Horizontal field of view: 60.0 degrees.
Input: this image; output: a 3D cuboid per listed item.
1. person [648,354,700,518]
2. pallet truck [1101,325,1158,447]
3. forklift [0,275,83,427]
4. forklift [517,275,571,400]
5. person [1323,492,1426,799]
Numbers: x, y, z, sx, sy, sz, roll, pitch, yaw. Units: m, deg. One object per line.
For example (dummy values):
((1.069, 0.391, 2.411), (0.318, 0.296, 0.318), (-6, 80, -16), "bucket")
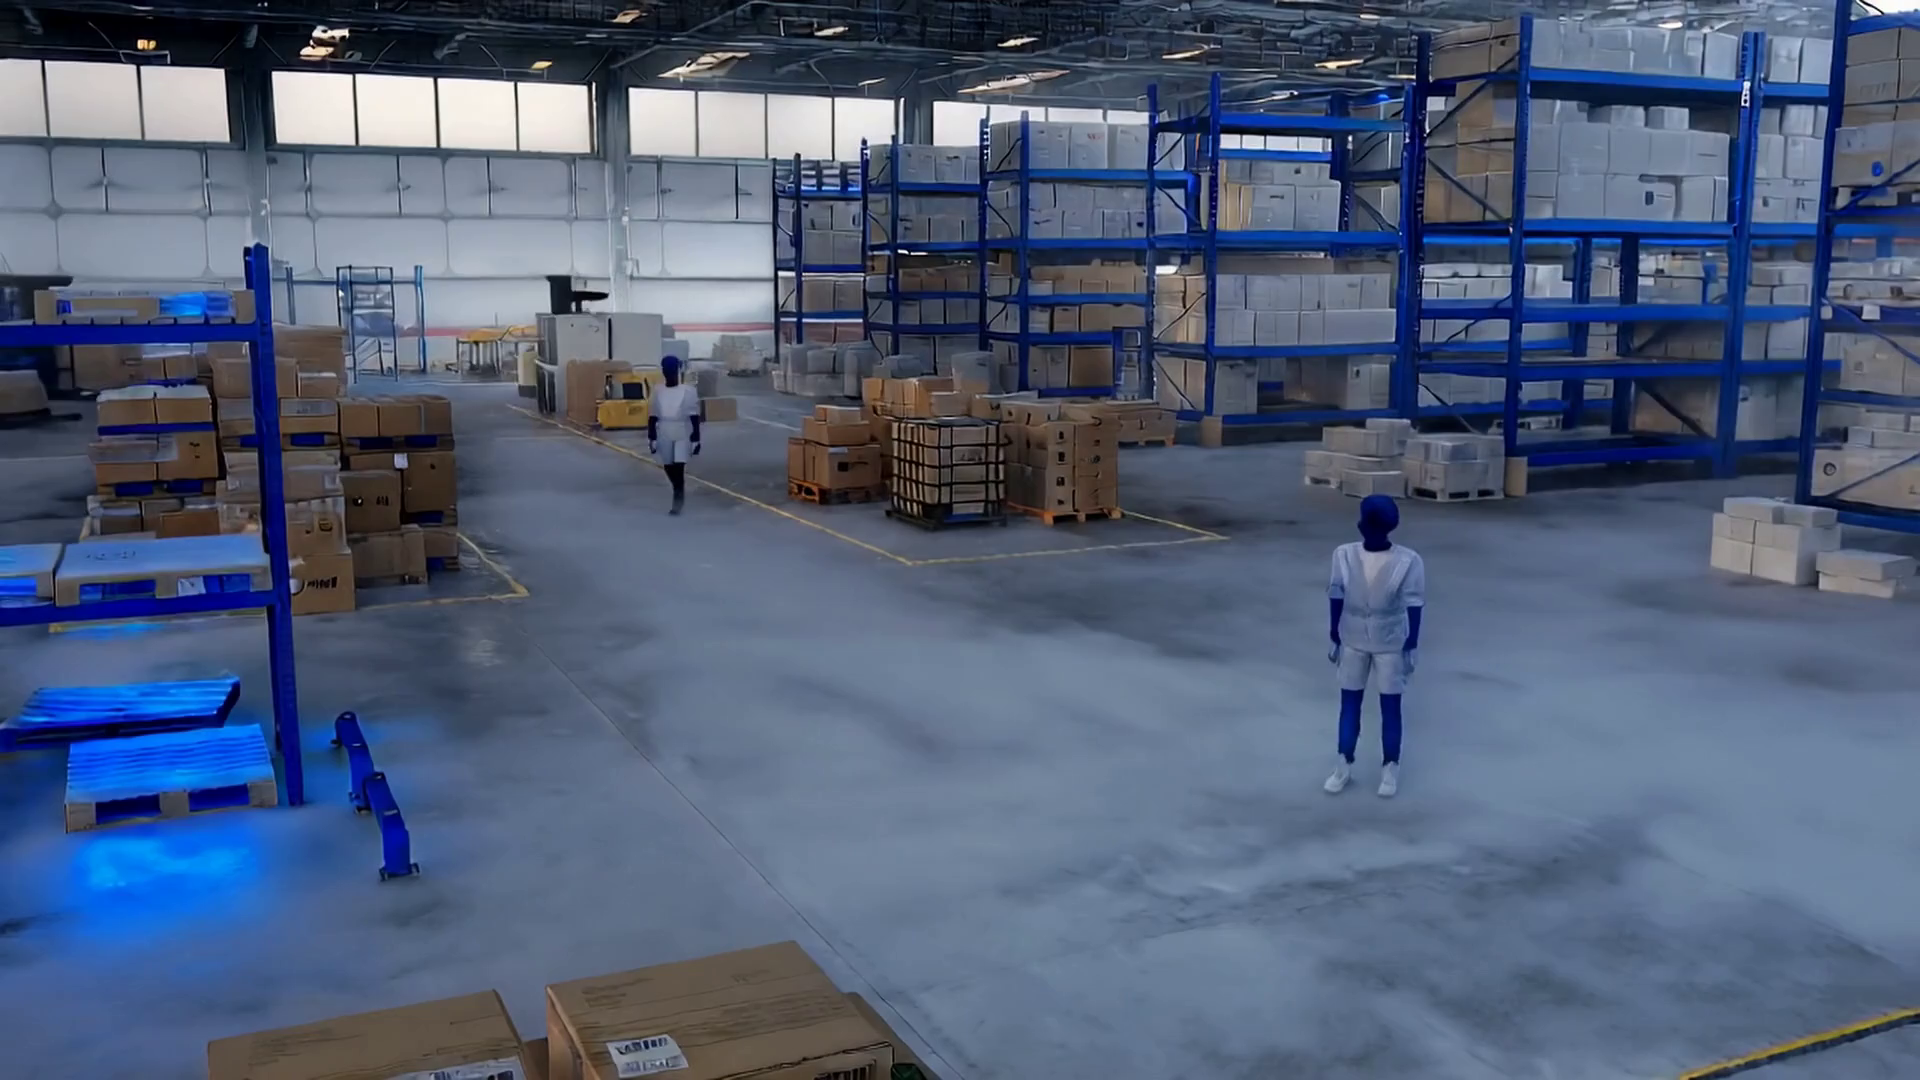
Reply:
((-3.402, -1.268, 19.906), (0.614, 1.939, 0.888), (2, 9, 10), "person")
((2.881, -2.596, 27.923), (0.823, 1.965, 1.885), (-1, 9, -7), "pallet truck")
((-17.742, -3.573, 31.257), (1.129, 2.768, 1.873), (2, 9, 12), "forklift")
((-9.091, -4.635, 37.845), (1.873, 2.768, 1.129), (-4, 10, -25), "forklift")
((2.282, 0.575, 9.171), (0.536, 1.699, 0.322), (5, 11, 30), "person")
